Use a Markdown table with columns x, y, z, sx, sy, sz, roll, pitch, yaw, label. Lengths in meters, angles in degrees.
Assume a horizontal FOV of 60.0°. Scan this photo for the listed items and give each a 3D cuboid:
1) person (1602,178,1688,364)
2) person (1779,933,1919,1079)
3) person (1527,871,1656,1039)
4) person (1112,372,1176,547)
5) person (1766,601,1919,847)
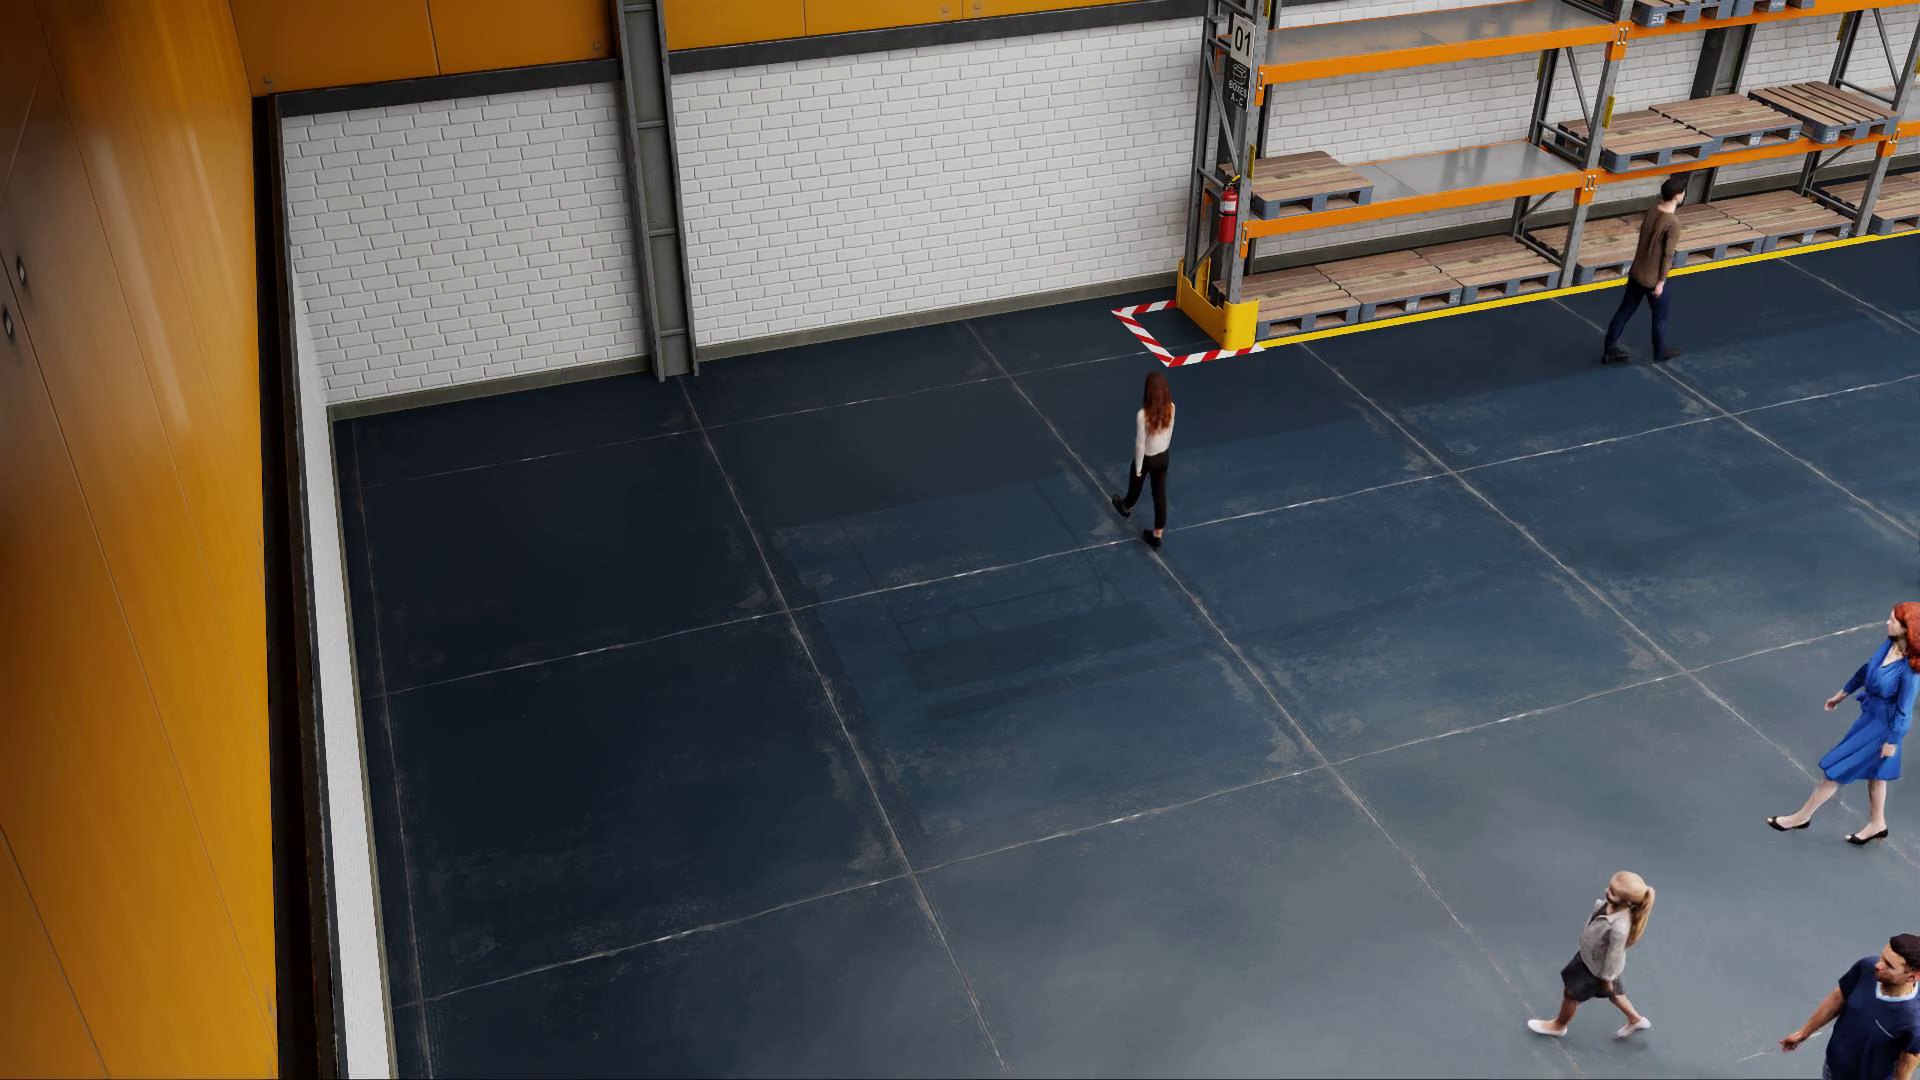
| x | y | z | sx | sy | sz | roll | pitch | yaw | label |
| --- | --- | --- | --- | --- | --- | --- | --- | --- | --- |
| 6.452 | -2.499 | 15.735 | 0.999 | 1.855 | 0.710 | -9 | 35 | -14 | person |
| 4.463 | 2.584 | 8.132 | 1.171 | 1.807 | 0.851 | -1 | 34 | -2 | person |
| 3.565 | 2.290 | 9.074 | 0.906 | 1.254 | 0.826 | 13 | 36 | 18 | person |
| 1.575 | -0.609 | 13.257 | 0.870 | 1.451 | 0.690 | -16 | 37 | -22 | person |
| 5.755 | 1.187 | 10.247 | 1.056 | 1.792 | 0.936 | 8 | 34 | 11 | person |
